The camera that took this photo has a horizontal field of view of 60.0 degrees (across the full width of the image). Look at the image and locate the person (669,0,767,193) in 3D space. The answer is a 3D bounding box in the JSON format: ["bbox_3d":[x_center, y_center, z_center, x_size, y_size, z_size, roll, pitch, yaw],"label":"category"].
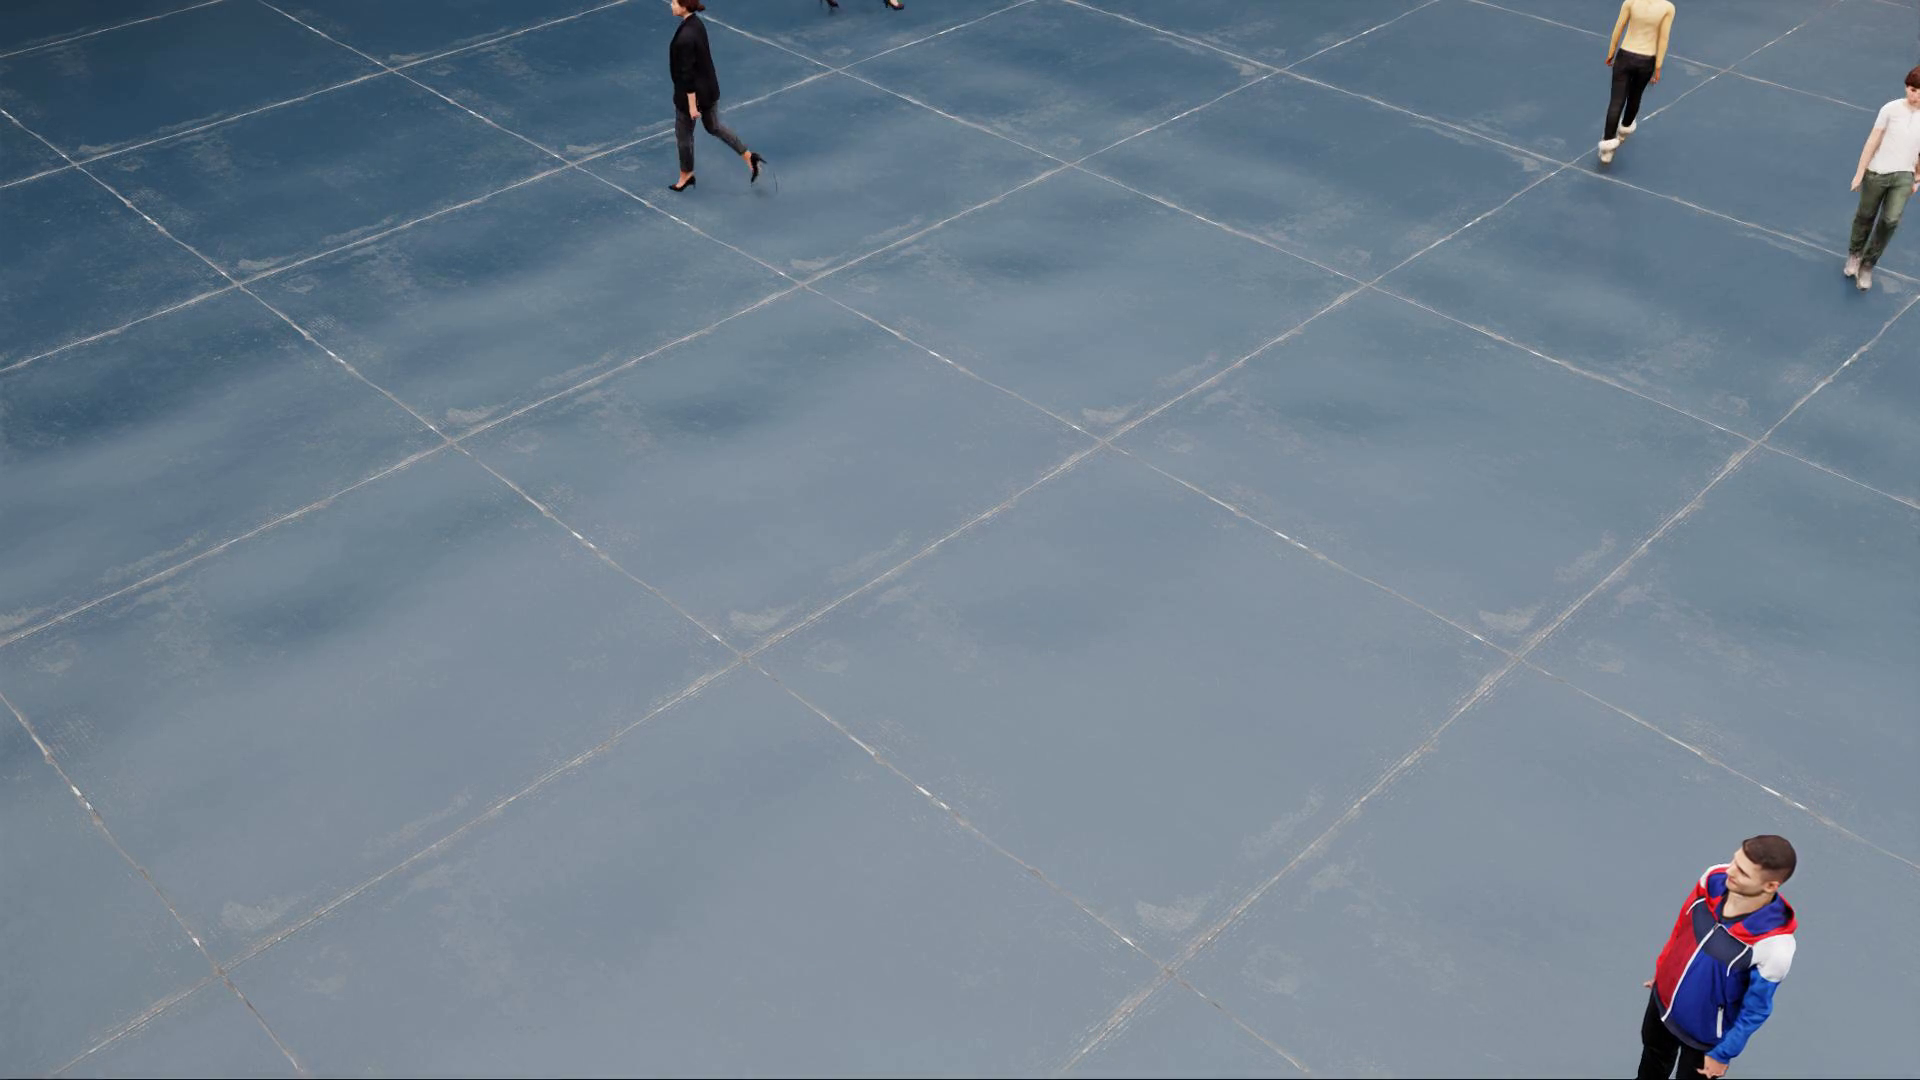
[{"bbox_3d":[-2.005,-3.548,13.235,1.088,1.692,1.090,4,37,5],"label":"person"}]

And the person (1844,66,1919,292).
[{"bbox_3d":[6.789,-2.688,12.150,0.742,1.636,0.864,16,40,20],"label":"person"}]

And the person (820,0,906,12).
[{"bbox_3d":[-1.059,-6.047,16.583,1.129,1.619,1.059,-1,37,-1],"label":"person"}]

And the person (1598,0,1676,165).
[{"bbox_3d":[5.569,-3.910,13.774,0.914,1.616,1.214,14,39,17],"label":"person"}]

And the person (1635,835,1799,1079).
[{"bbox_3d":[2.786,1.738,6.229,0.736,1.757,0.720,-7,38,-9],"label":"person"}]
